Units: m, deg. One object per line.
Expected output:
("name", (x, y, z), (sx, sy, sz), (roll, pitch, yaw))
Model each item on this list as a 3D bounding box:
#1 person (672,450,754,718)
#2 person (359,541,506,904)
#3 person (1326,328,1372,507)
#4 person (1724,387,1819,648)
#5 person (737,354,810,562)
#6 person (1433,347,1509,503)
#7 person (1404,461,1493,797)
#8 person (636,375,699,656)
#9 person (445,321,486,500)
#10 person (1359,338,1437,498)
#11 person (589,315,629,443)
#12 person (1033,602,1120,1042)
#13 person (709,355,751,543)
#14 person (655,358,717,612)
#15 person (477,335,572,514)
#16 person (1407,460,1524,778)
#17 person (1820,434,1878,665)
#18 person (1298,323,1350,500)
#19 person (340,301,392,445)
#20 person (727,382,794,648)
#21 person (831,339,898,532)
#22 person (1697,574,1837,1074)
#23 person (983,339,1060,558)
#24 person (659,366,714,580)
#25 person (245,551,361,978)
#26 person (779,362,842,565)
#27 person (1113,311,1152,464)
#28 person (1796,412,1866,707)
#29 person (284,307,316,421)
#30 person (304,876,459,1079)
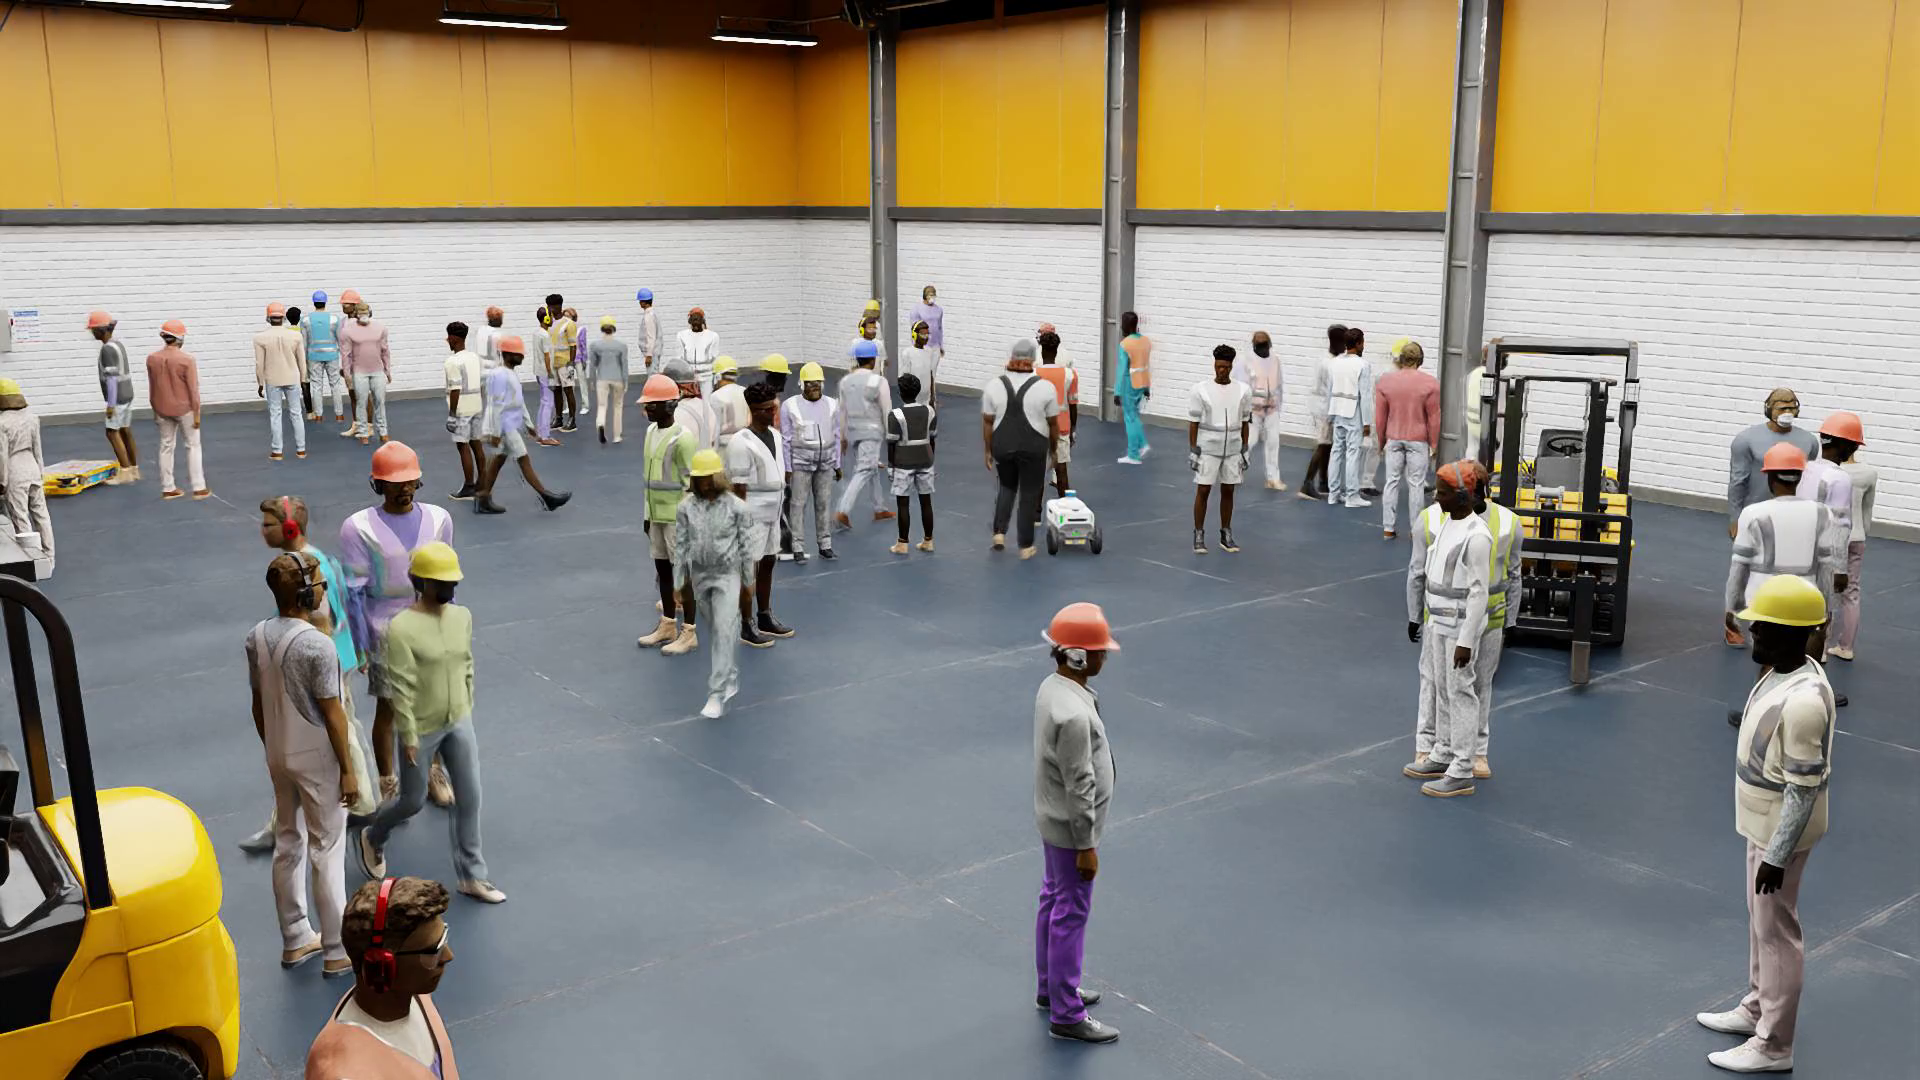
("person", (-1.618, 0.278, 10.691), (0.500, 1.698, 0.856), (3, 12, 13))
("person", (-2.532, 0.845, 7.878), (0.761, 1.740, 0.535), (7, 14, 31))
("person", (4.177, -1.316, 17.885), (0.392, 1.920, 0.587), (-7, 14, -32))
("person", (5.960, -0.158, 12.247), (0.629, 1.940, 0.379), (0, 12, 1))
("person", (-1.747, -0.753, 15.235), (0.661, 1.899, 0.605), (-4, 12, -18))
("person", (5.394, -1.127, 17.234), (0.837, 1.816, 0.630), (-4, 12, -19))
("person", (2.746, 0.486, 9.260), (0.355, 1.887, 0.574), (0, 12, -1))
("person", (-2.139, -0.181, 12.107), (0.375, 2.043, 0.611), (-10, 15, -40))
("person", (-5.449, -1.420, 18.274), (0.362, 1.963, 0.610), (3, 12, 15))
("person", (4.823, -1.312, 18.191), (0.923, 1.779, 0.599), (10, 15, 40))
("person", (-4.694, -2.124, 22.235), (0.527, 1.744, 0.713), (-1, 12, -3))
("person", (0.459, 1.104, 6.598), (0.324, 1.752, 0.562), (-1, 12, -7))
("person", (-2.197, -0.850, 15.896), (0.428, 1.812, 0.611), (7, 14, 31))
("person", (-2.272, -0.448, 13.400), (0.538, 2.000, 0.682), (4, 12, 19))
("person", (-4.608, -1.195, 17.383), (1.042, 1.877, 0.547), (-1, 12, -4))
("person", (2.882, 0.453, 9.530), (0.636, 1.842, 0.429), (2, 12, 11))
("person", (6.240, 0.013, 11.858), (0.522, 1.761, 0.321), (-3, 12, -16))
("person", (4.034, -1.421, 18.338), (0.446, 1.960, 0.651), (1, 12, 6))
("person", (-7.950, -2.232, 22.302), (0.640, 1.928, 0.382), (-8, 14, -34))
("person", (-1.477, -0.200, 12.381), (0.368, 1.966, 0.603), (5, 13, 23))
("person", (-0.982, -1.051, 16.658), (0.599, 1.913, 0.984), (11, 16, 43))
("person", (3.078, 1.076, 6.313), (0.370, 1.929, 0.585), (4, 12, 19))
("person", (0.586, -0.857, 15.372), (0.695, 2.000, 0.541), (4, 12, 19))
("person", (-2.392, -0.576, 14.411), (0.544, 1.897, 0.913), (2, 12, 8))
("person", (-2.777, 0.954, 7.101), (0.505, 1.847, 0.344), (6, 13, 27))
("person", (-1.339, -0.698, 15.104), (0.590, 1.837, 0.403), (-6, 13, -27))
("person", (2.137, -1.888, 20.687), (0.458, 1.901, 0.619), (10, 15, 39))
("person", (5.675, 0.121, 10.921), (0.376, 1.930, 0.542), (0, 12, -2))
("person", (-9.798, -2.595, 24.600), (0.529, 1.697, 0.321), (0, 12, 2))
("person", (-1.304, 1.644, 3.804), (0.389, 1.837, 0.560), (-1, 12, -3))
